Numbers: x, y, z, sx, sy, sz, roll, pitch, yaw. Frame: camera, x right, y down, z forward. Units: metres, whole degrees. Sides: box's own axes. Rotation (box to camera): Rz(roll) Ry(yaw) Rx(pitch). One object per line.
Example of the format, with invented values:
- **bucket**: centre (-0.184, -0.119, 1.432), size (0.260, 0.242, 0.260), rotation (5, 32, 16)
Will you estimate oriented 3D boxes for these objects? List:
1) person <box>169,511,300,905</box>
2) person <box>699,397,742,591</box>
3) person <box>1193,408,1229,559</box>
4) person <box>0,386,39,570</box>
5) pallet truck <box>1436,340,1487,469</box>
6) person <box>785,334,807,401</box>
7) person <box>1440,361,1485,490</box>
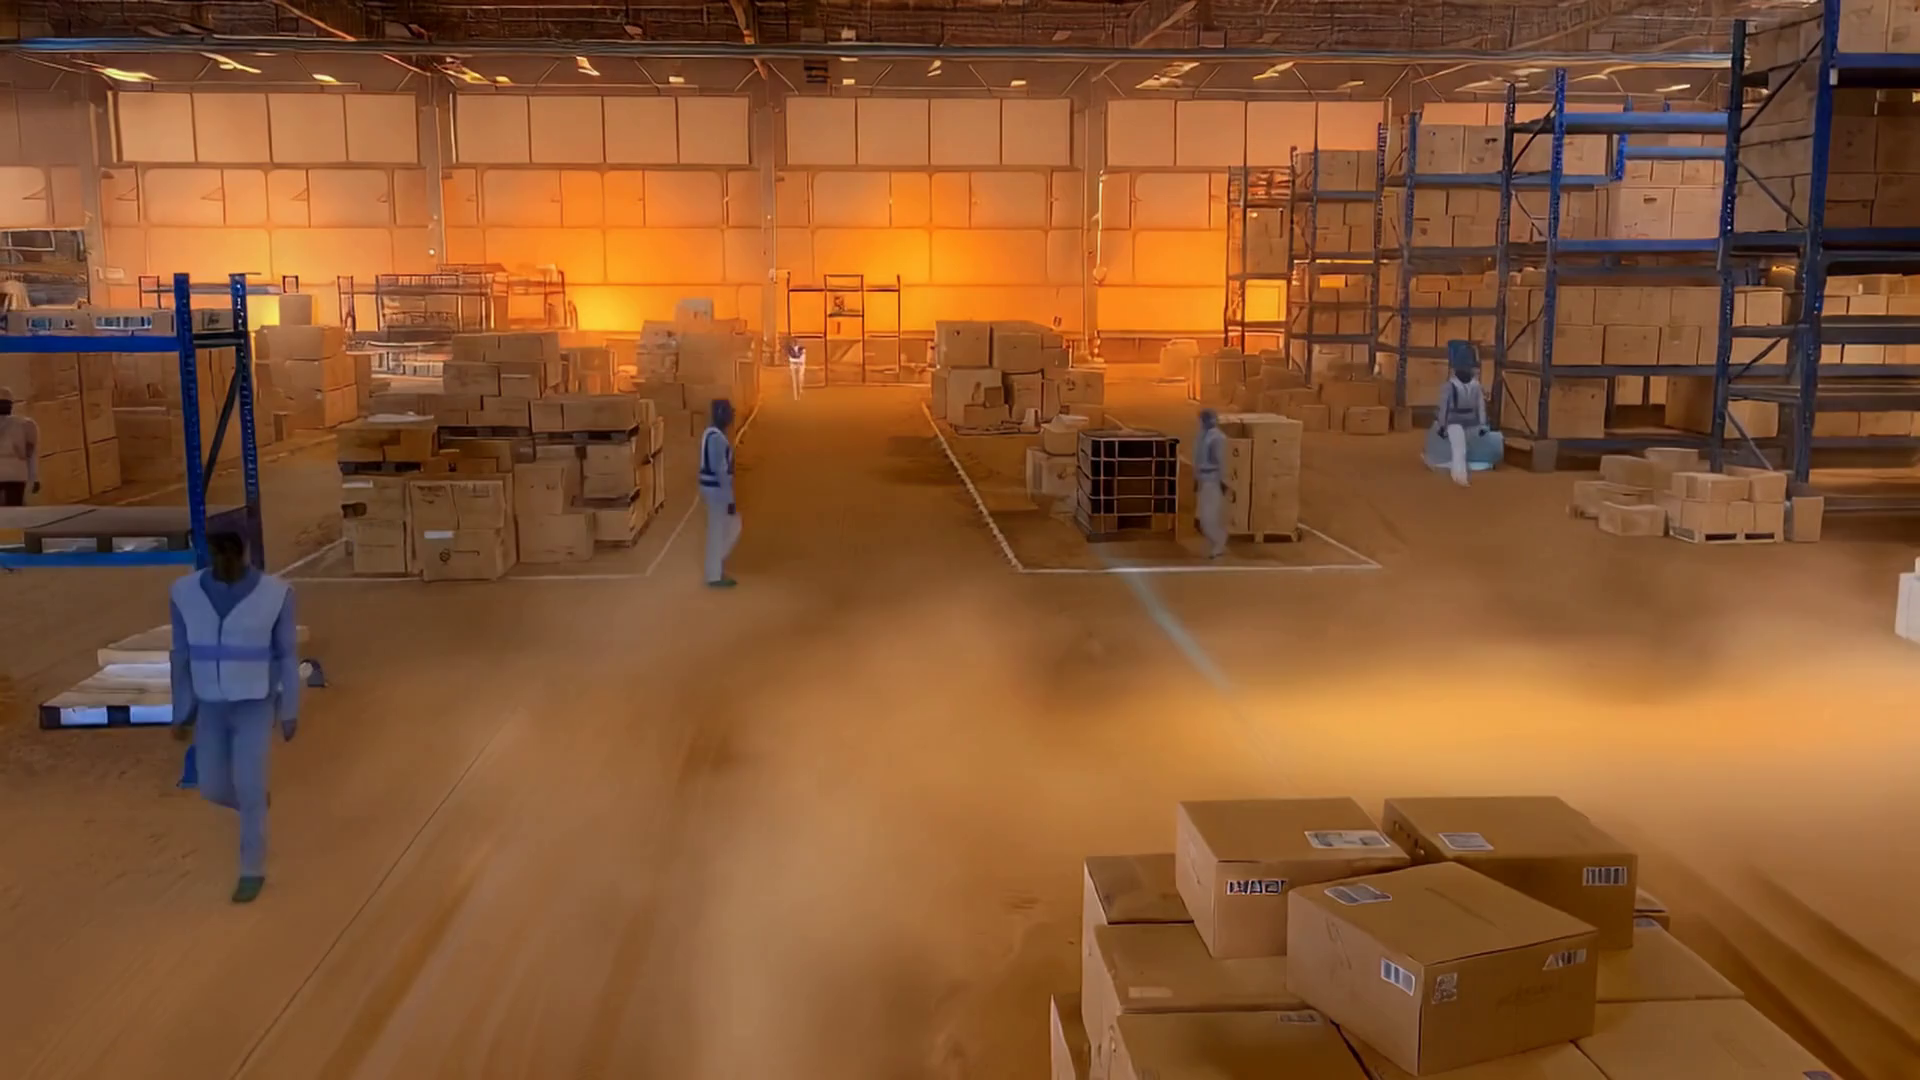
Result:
- **person**: centre (-3.545, 0.781, 8.191), size (0.607, 1.902, 0.678), rotation (0, 9, -2)
- **person**: centre (-2.261, -0.430, 15.883), size (0.453, 1.868, 0.614), rotation (-2, 9, -12)
- **person**: centre (2.640, -0.589, 17.635), size (0.369, 1.624, 0.547), rotation (-4, 10, -22)
- **person**: centre (-9.903, -0.656, 17.305), size (0.589, 1.862, 1.008), rotation (-3, 10, -19)
- **pallet truck**: centre (8.004, -2.170, 26.422), size (0.823, 1.965, 1.885), rotation (2, 9, 14)
- **person**: centre (-3.954, -4.146, 40.003), size (0.523, 1.626, 0.405), rotation (-2, 9, -12)
- **person**: centre (7.175, -1.630, 23.712), size (0.643, 1.822, 0.814), rotation (-3, 9, -17)
